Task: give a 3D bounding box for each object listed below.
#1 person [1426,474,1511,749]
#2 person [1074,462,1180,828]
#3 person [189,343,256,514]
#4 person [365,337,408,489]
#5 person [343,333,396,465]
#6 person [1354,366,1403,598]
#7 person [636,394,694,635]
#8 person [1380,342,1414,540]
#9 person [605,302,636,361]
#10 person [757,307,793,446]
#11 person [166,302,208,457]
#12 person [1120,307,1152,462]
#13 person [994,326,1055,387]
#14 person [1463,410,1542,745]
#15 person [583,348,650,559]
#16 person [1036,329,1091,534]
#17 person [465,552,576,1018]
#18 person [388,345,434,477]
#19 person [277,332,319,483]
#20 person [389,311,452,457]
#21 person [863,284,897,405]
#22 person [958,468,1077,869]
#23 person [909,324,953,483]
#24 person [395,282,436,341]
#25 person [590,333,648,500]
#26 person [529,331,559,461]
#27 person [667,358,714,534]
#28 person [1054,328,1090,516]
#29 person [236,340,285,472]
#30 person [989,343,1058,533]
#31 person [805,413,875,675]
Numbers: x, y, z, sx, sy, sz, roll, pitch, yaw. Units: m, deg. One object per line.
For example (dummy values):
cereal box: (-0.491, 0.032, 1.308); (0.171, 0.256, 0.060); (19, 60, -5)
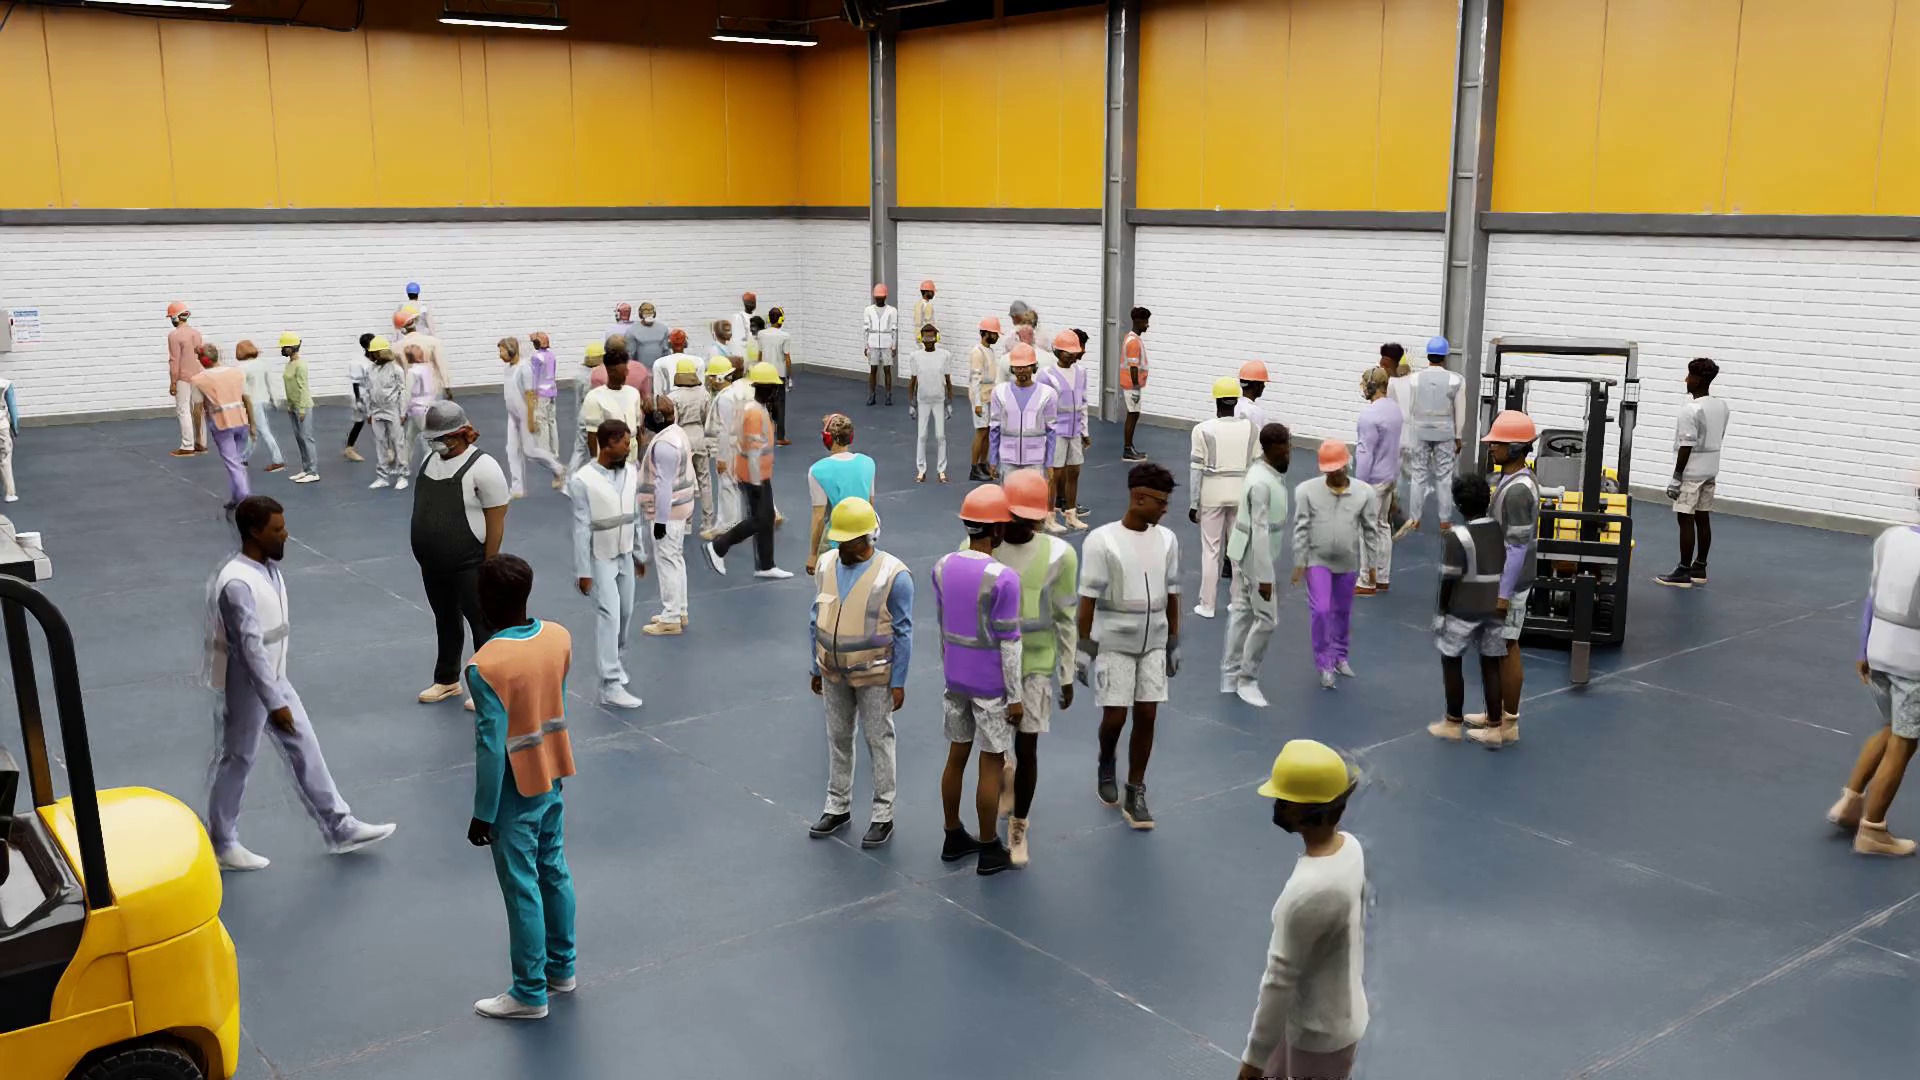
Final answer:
person: (3.128, 0.443, 10.035); (0.554, 1.695, 0.348); (-4, 12, -17)
person: (0.910, 0.556, 8.848); (0.691, 1.929, 0.580); (-5, 13, -23)
person: (-7.688, -1.146, 17.341); (0.689, 1.802, 0.605); (7, 14, 31)
person: (-6.538, -1.442, 18.921); (0.492, 1.742, 0.320); (2, 12, 12)
person: (-7.372, -1.759, 20.676); (0.838, 1.651, 0.535); (8, 14, 35)
person: (3.456, -0.482, 13.852); (0.376, 1.928, 0.636); (8, 14, 35)
person: (-2.250, -0.200, 12.728); (0.429, 1.830, 0.635); (-1, 12, -3)
person: (4.115, -0.909, 15.872); (0.484, 1.937, 0.649); (11, 16, 41)
person: (-4.506, -2.244, 22.390); (0.409, 1.913, 0.642); (11, 16, 43)
person: (-2.466, -2.178, 22.216); (0.524, 1.857, 0.341); (4, 13, 21)
person: (-9.942, -2.063, 21.357); (0.411, 1.980, 0.626); (2, 12, 8)
person: (2.203, -1.958, 20.917); (0.388, 1.952, 0.615); (1, 12, 3)
person: (0.723, -1.510, 18.985); (0.672, 1.844, 0.990); (-3, 12, -13)
person: (3.308, 0.230, 10.117); (0.370, 2.044, 0.608); (3, 12, 15)
person: (-3.103, -0.754, 15.067); (0.375, 1.962, 0.644); (9, 15, 38)
person: (1.039, -1.063, 16.406); (0.613, 2.029, 0.409); (-9, 15, -38)
person: (-1.771, 0.993, 6.742); (0.392, 1.918, 0.593); (4, 12, 17)
person: (-6.374, -1.511, 19.631); (0.882, 1.592, 0.503); (-1, 12, -3)
person: (-7.731, -1.545, 19.389); (0.337, 1.757, 0.519); (-10, 16, -41)
person: (-6.570, -1.821, 20.281); (0.688, 1.932, 0.677); (-4, 12, -19)
person: (-1.268, -3.106, 26.486); (0.544, 1.939, 0.353); (1, 12, 3)
person: (0.281, 0.606, 8.409); (0.618, 2.011, 0.661); (1, 12, 6)
person: (-0.339, -1.587, 19.351); (0.512, 1.861, 0.325); (0, 12, -1)
person: (-8.719, -3.153, 26.685); (0.604, 1.949, 0.389); (-2, 12, -7)
person: (-3.500, -1.168, 17.162); (0.641, 1.921, 0.461); (-7, 14, -31)
person: (-5.246, -1.812, 20.986); (0.320, 1.631, 0.525); (3, 12, 13)
person: (-2.680, -0.930, 16.452); (0.492, 1.741, 0.319); (-8, 14, -35)
person: (1.159, -1.234, 17.394); (0.380, 1.958, 0.603); (-2, 12, -9)
person: (-8.592, -1.631, 20.224); (0.877, 1.576, 0.571); (3, 12, 15)
person: (0.554, -0.722, 14.715); (0.607, 2.044, 0.371); (1, 12, 7)
person: (-0.812, 0.048, 11.475); (0.380, 1.845, 0.570); (11, 16, 42)
